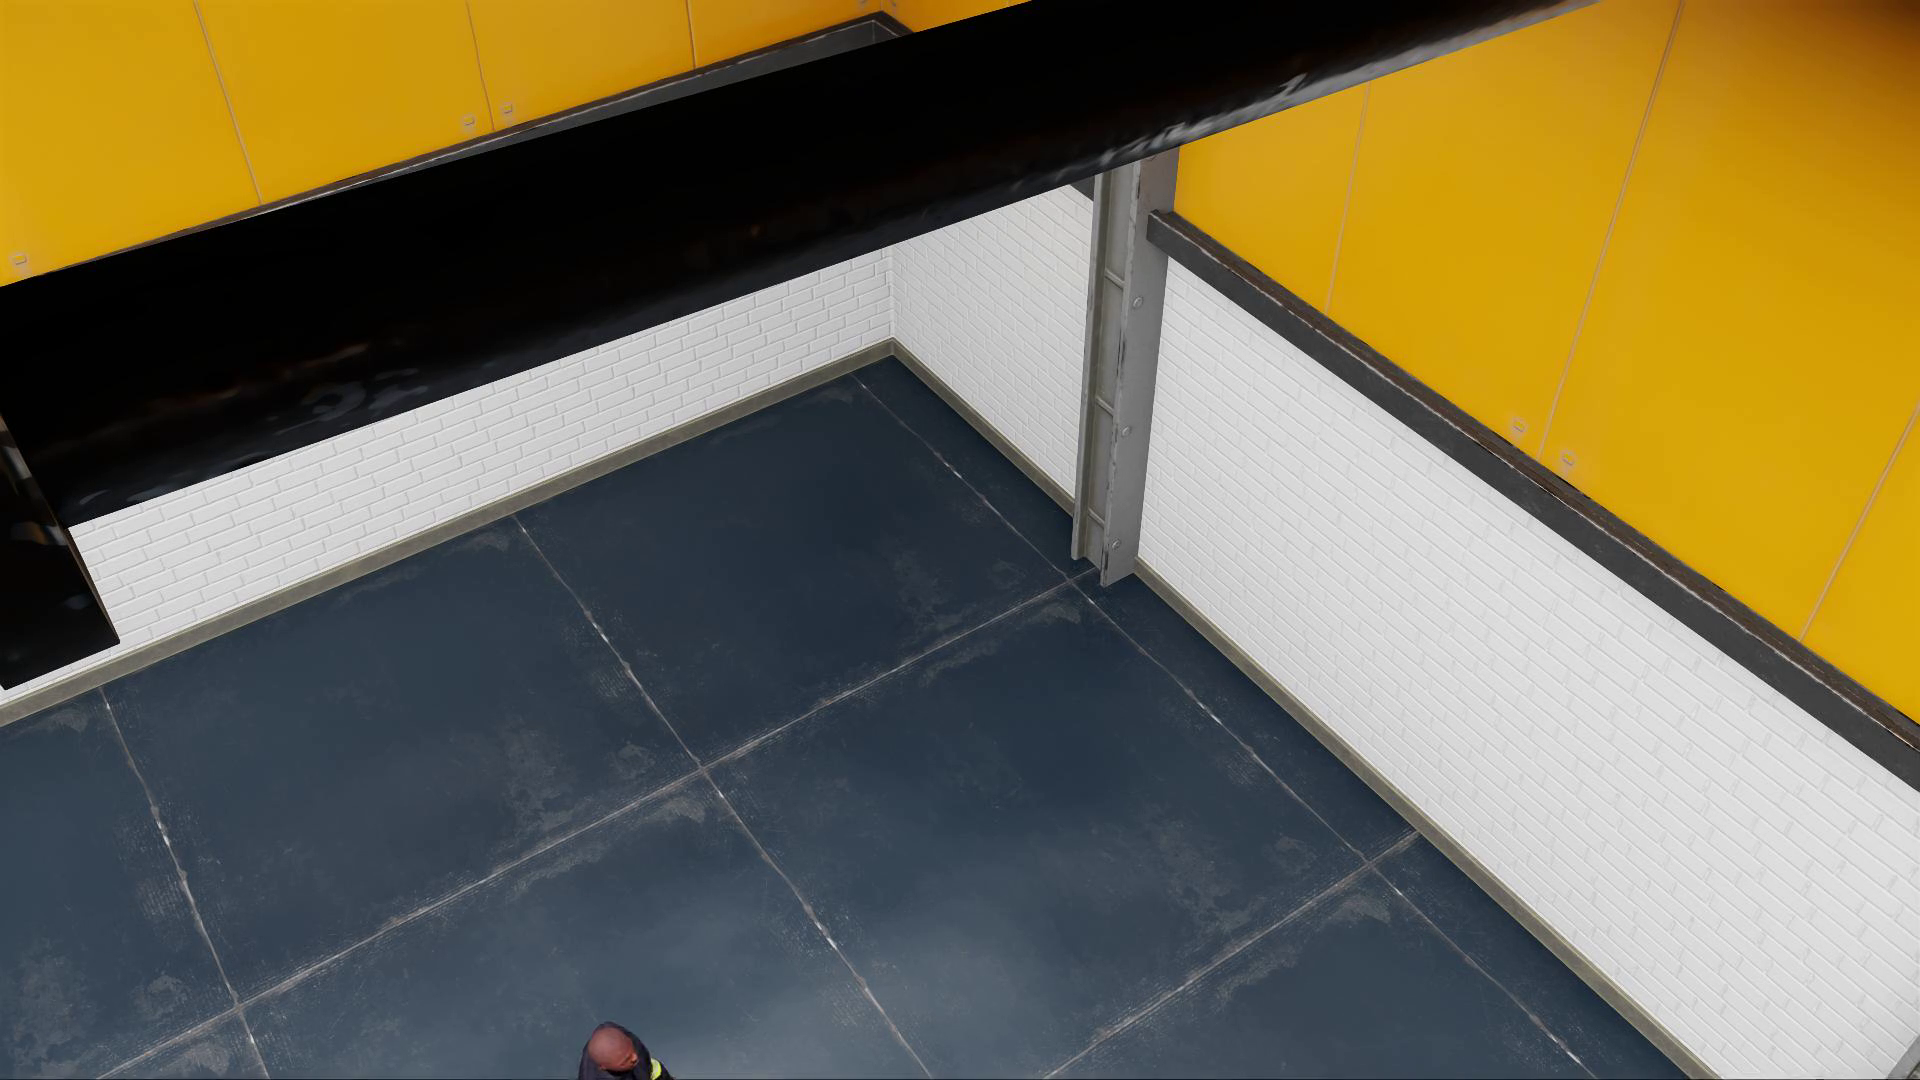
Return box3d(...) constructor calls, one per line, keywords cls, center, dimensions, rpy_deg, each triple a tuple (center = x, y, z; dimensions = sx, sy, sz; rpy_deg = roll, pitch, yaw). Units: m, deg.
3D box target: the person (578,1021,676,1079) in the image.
box3d(cls="person", center=(-1.711, 2.855, 8.005), dimensions=(1.064, 1.783, 1.165), rpy_deg=(-10, 45, -11))
